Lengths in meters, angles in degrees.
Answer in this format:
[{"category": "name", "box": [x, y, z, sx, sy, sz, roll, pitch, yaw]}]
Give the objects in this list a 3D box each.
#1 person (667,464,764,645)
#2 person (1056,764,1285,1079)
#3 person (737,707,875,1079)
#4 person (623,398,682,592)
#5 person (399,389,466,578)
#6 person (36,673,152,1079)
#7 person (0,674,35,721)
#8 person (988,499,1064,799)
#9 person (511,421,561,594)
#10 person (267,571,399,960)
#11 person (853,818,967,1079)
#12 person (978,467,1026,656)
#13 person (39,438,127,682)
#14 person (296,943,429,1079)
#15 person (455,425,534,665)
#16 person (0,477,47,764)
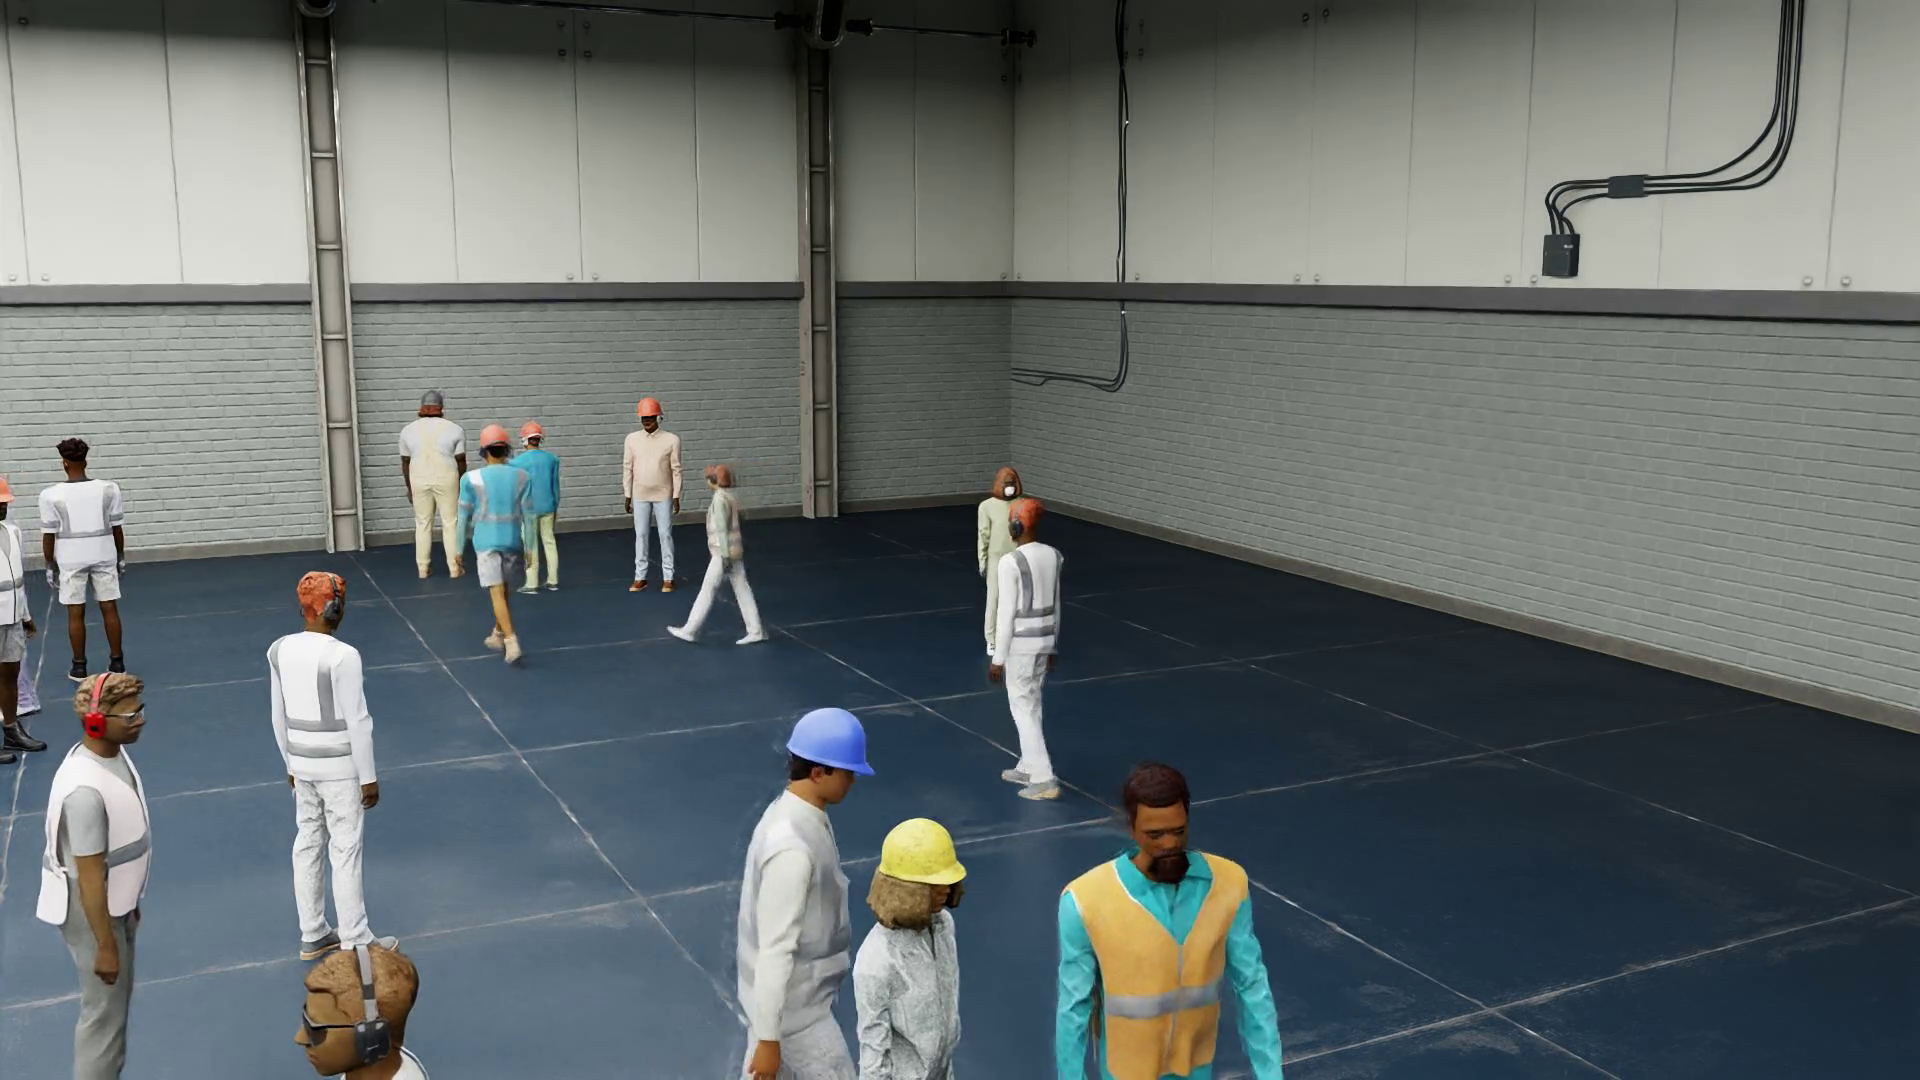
[{"category": "person", "box": [-2.120, 0.134, 14.574, 0.878, 1.583, 0.529, 1, 9, 4]}, {"category": "person", "box": [0.617, 1.572, 4.798, 0.630, 1.895, 0.619, -4, 10, -25]}, {"category": "person", "box": [-0.601, 1.475, 5.441, 0.958, 1.889, 0.635, -1, 9, -4]}, {"category": "person", "box": [-3.141, -0.456, 16.981, 0.612, 1.995, 0.382, 1, 9, 4]}, {"category": "person", "box": [-5.615, -0.617, 17.831, 0.687, 2.000, 0.535, -1, 9, -4]}, {"category": "person", "box": [-3.166, 1.387, 6.140, 0.407, 1.832, 0.566, -3, 10, -18]}, {"category": "person", "box": [-7.160, 0.456, 11.840, 0.995, 1.842, 0.652, -8, 12, -39]}, {"category": "person", "box": [0.447, 0.692, 10.385, 0.691, 1.888, 0.626, 7, 12, 39]}, {"category": "person", "box": [-4.340, -0.334, 16.968, 0.342, 1.748, 0.572, 8, 12, 41]}, {"category": "person", "box": [-2.978, 1.078, 7.858, 0.574, 1.887, 0.355, 5, 10, 26]}, {"category": "person", "box": [-0.128, 1.643, 4.821, 0.322, 1.743, 0.489, 5, 10, 26]}, {"category": "person", "box": [0.397, 0.184, 14.178, 0.501, 1.626, 0.282, -2, 10, -14]}, {"category": "person", "box": [-7.003, 0.160, 13.311, 0.606, 1.962, 0.371, -7, 12, -38]}, {"category": "person", "box": [-1.273, 1.774, 3.700, 0.344, 1.847, 0.507, -6, 11, -34]}, {"category": "person", "box": [-3.883, 0.032, 13.991, 0.626, 2.000, 1.027, -6, 11, -34]}, {"category": "person", "box": [-6.440, 0.517, 11.158, 0.360, 1.939, 0.543, 2, 9, 11]}]
